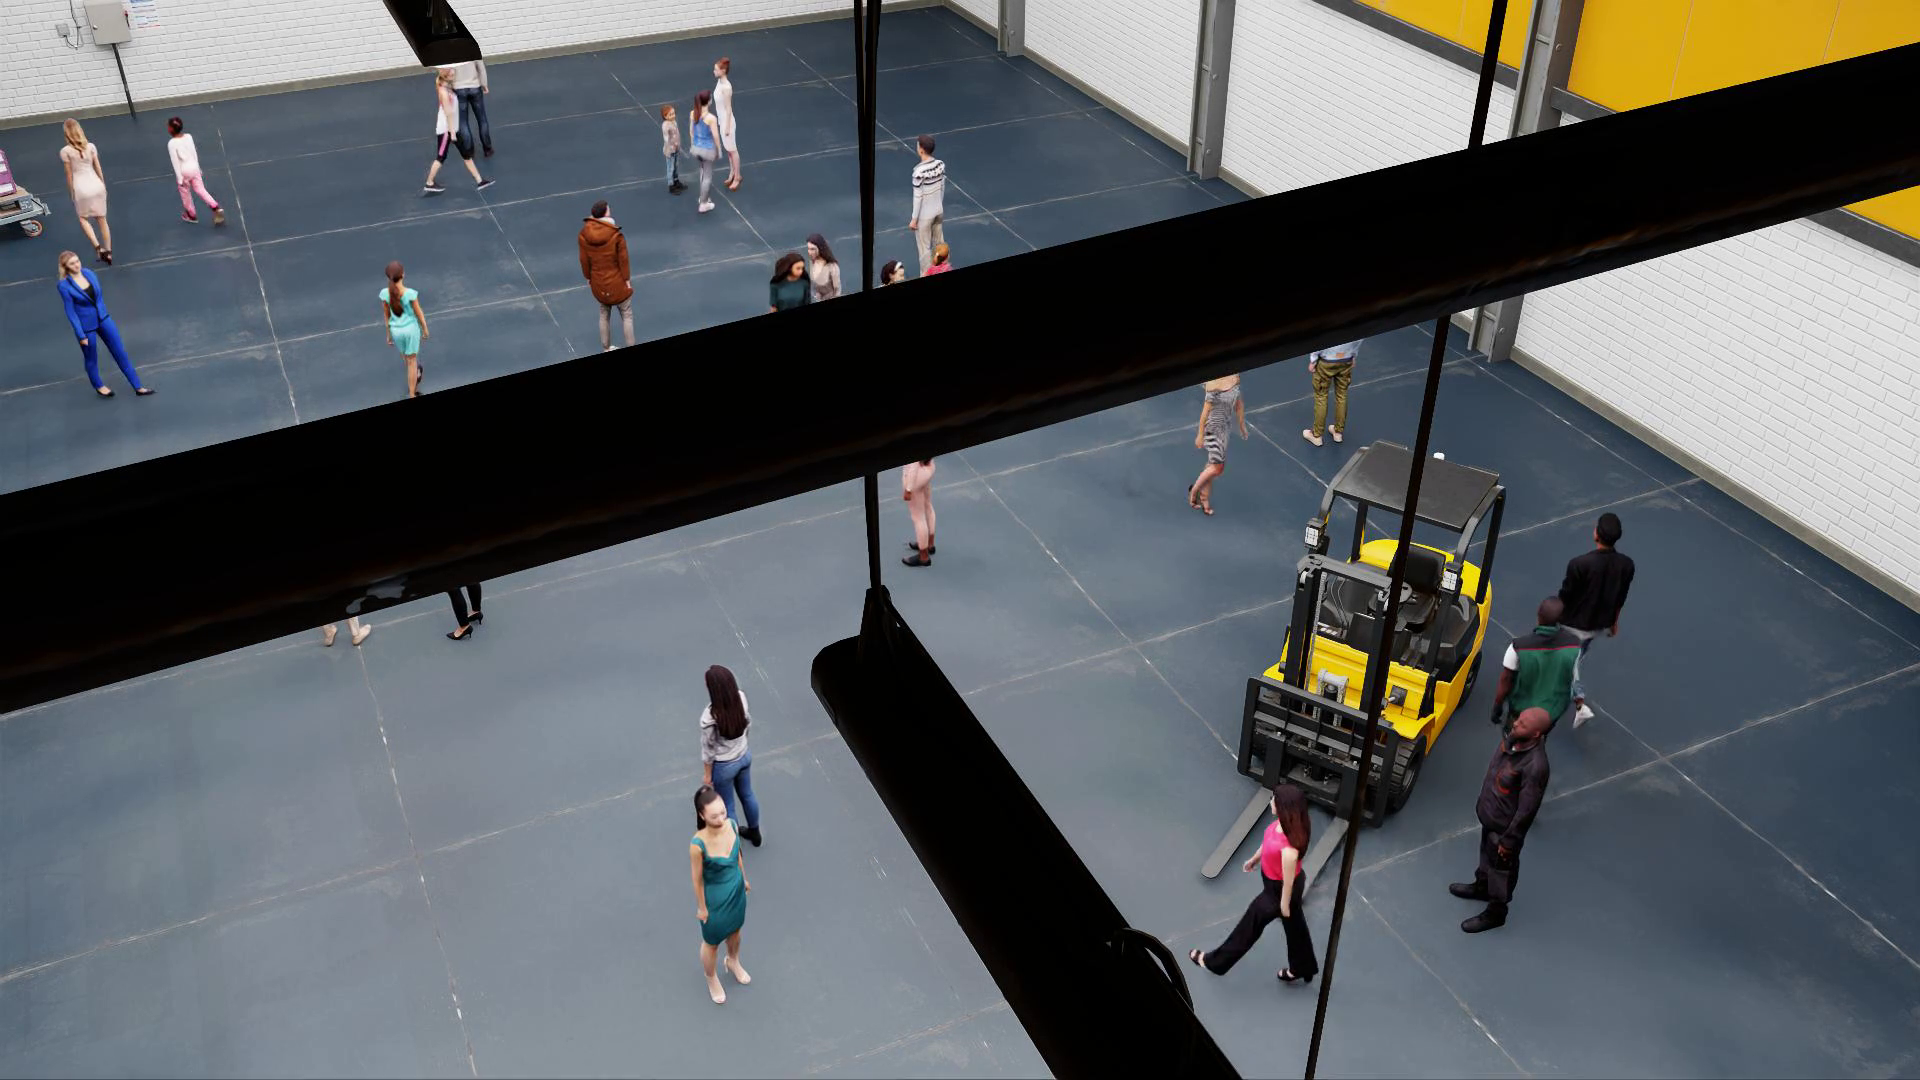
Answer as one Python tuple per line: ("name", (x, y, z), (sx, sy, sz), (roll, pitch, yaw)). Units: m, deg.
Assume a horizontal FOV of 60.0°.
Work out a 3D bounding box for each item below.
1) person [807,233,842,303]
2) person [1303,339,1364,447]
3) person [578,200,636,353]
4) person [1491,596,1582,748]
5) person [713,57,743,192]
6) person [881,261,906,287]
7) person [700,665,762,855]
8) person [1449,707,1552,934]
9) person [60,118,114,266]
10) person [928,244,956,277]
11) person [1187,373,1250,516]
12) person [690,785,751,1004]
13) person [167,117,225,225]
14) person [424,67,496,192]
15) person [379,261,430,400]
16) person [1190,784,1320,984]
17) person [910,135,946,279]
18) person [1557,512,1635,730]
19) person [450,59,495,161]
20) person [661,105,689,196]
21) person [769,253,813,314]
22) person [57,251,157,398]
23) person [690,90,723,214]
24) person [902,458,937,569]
("person", (-1.326, -2.466, 17.602), (1.032, 1.715, 0.941), (22, 39, 29))
("person", (3.711, -1.791, 16.500), (0.710, 1.810, 0.611), (-9, 35, -14))
("person", (-3.786, -2.791, 17.980), (0.842, 1.838, 0.886), (7, 34, 10))
("person", (4.144, 1.273, 11.927), (0.896, 1.770, 0.953), (-3, 34, -5))
("person", (-3.094, -5.536, 22.151), (0.647, 1.792, 0.456), (-12, 35, -17))
("person", (-0.773, -2.002, 16.850), (1.164, 1.775, 0.970), (21, 39, 29))
("person", (-1.602, 1.554, 11.631), (0.686, 1.630, 0.675), (20, 39, 27))
("person", (3.657, 1.820, 11.054), (0.845, 1.825, 0.707), (0, 34, 0))
("person", (-10.473, -4.156, 20.050), (0.664, 1.820, 0.699), (-27, 42, -34))
("person", (-0.218, -2.562, 18.117), (0.604, 1.305, 0.659), (10, 35, 14))
("person", (2.278, -1.030, 15.354), (0.800, 1.811, 0.747), (24, 41, 32))
("person", (-1.514, 2.243, 10.543), (0.603, 1.686, 0.623), (26, 42, 34))
("person", (-9.801, -4.694, 21.216), (1.006, 1.424, 0.879), (16, 37, 23))
("person", (-6.864, -5.392, 22.000), (0.969, 1.720, 1.196), (-6, 34, -9))
("person", (-5.766, -2.112, 17.237), (0.791, 1.529, 1.016), (-1, 34, -1))
("person", (2.126, 2.242, 10.606), (1.070, 1.618, 1.059), (7, 34, 11))
("person", (-0.366, -3.855, 19.559), (0.735, 1.862, 0.765), (24, 41, 32))
("person", (4.867, 0.648, 12.856), (0.895, 1.782, 1.149), (-3, 34, -5))
("person", (-6.864, -6.266, 23.149), (0.758, 1.904, 0.647), (-11, 35, -16))
("person", (-3.857, -5.238, 22.243), (0.612, 1.194, 0.550), (11, 35, 16))
("person", (-1.780, -2.296, 17.454), (0.709, 1.595, 0.866), (-5, 34, -7))
("person", (-9.085, -2.223, 17.274), (1.113, 1.672, 1.013), (15, 36, 21))
("person", (-3.353, -5.008, 21.536), (0.684, 1.594, 0.764), (19, 38, 26))
("person", (-0.364, -0.548, 14.712), (0.745, 1.720, 0.680), (10, 35, 15))
